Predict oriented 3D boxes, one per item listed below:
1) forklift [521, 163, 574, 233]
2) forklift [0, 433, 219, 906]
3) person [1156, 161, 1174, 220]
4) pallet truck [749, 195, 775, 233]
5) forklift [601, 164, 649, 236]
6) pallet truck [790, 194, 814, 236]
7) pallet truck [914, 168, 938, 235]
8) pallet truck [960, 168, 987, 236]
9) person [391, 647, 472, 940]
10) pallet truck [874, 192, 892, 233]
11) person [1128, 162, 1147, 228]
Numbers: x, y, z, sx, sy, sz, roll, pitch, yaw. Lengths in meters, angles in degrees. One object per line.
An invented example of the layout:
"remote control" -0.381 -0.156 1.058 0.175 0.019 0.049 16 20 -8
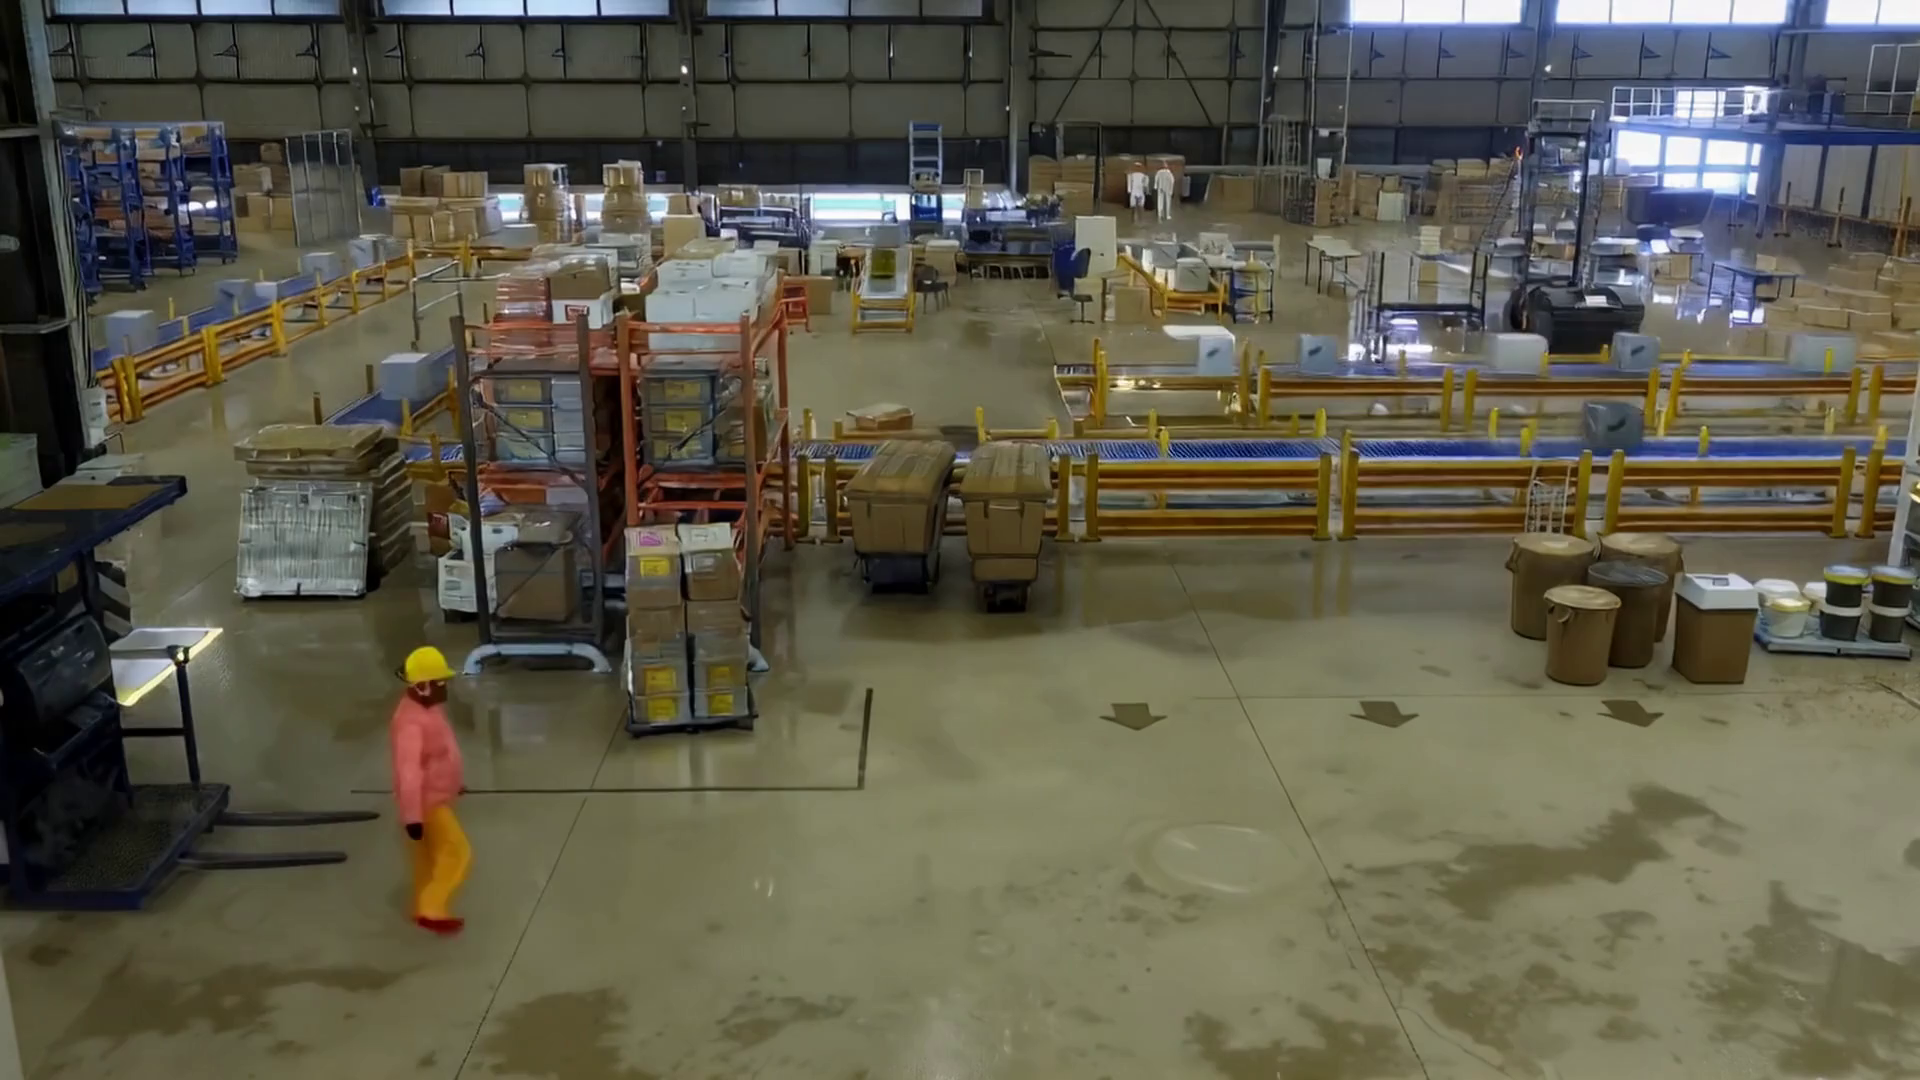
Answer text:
"forklift" -12.233 -10.122 49.298 1.157 1.987 2.680 0 16 -1
"forklift" -5.952 0.780 10.366 1.873 2.768 1.129 0 16 -1
"person" 6.772 -11.487 54.739 0.651 1.907 0.409 13 21 38
"pallet truck" -6.051 -9.967 50.660 0.680 1.201 1.601 0 16 -1
"forklift" -9.948 -10.127 49.296 1.157 1.987 2.680 -1 16 -3
"pallet truck" -4.814 -9.883 50.259 0.704 1.261 1.522 -1 16 -3
"pallet truck" -0.989 -10.316 50.507 0.823 1.965 1.885 1 16 3
"pallet truck" 0.383 -10.230 50.206 0.823 1.965 1.885 -1 16 -3
"person" -3.101 1.491 9.799 0.430 1.816 0.601 -3 16 -11
"pallet truck" -2.277 -9.986 50.594 0.653 1.274 1.630 0 16 -1
"person" 5.591 -10.861 52.320 0.608 2.044 0.371 8 18 25
